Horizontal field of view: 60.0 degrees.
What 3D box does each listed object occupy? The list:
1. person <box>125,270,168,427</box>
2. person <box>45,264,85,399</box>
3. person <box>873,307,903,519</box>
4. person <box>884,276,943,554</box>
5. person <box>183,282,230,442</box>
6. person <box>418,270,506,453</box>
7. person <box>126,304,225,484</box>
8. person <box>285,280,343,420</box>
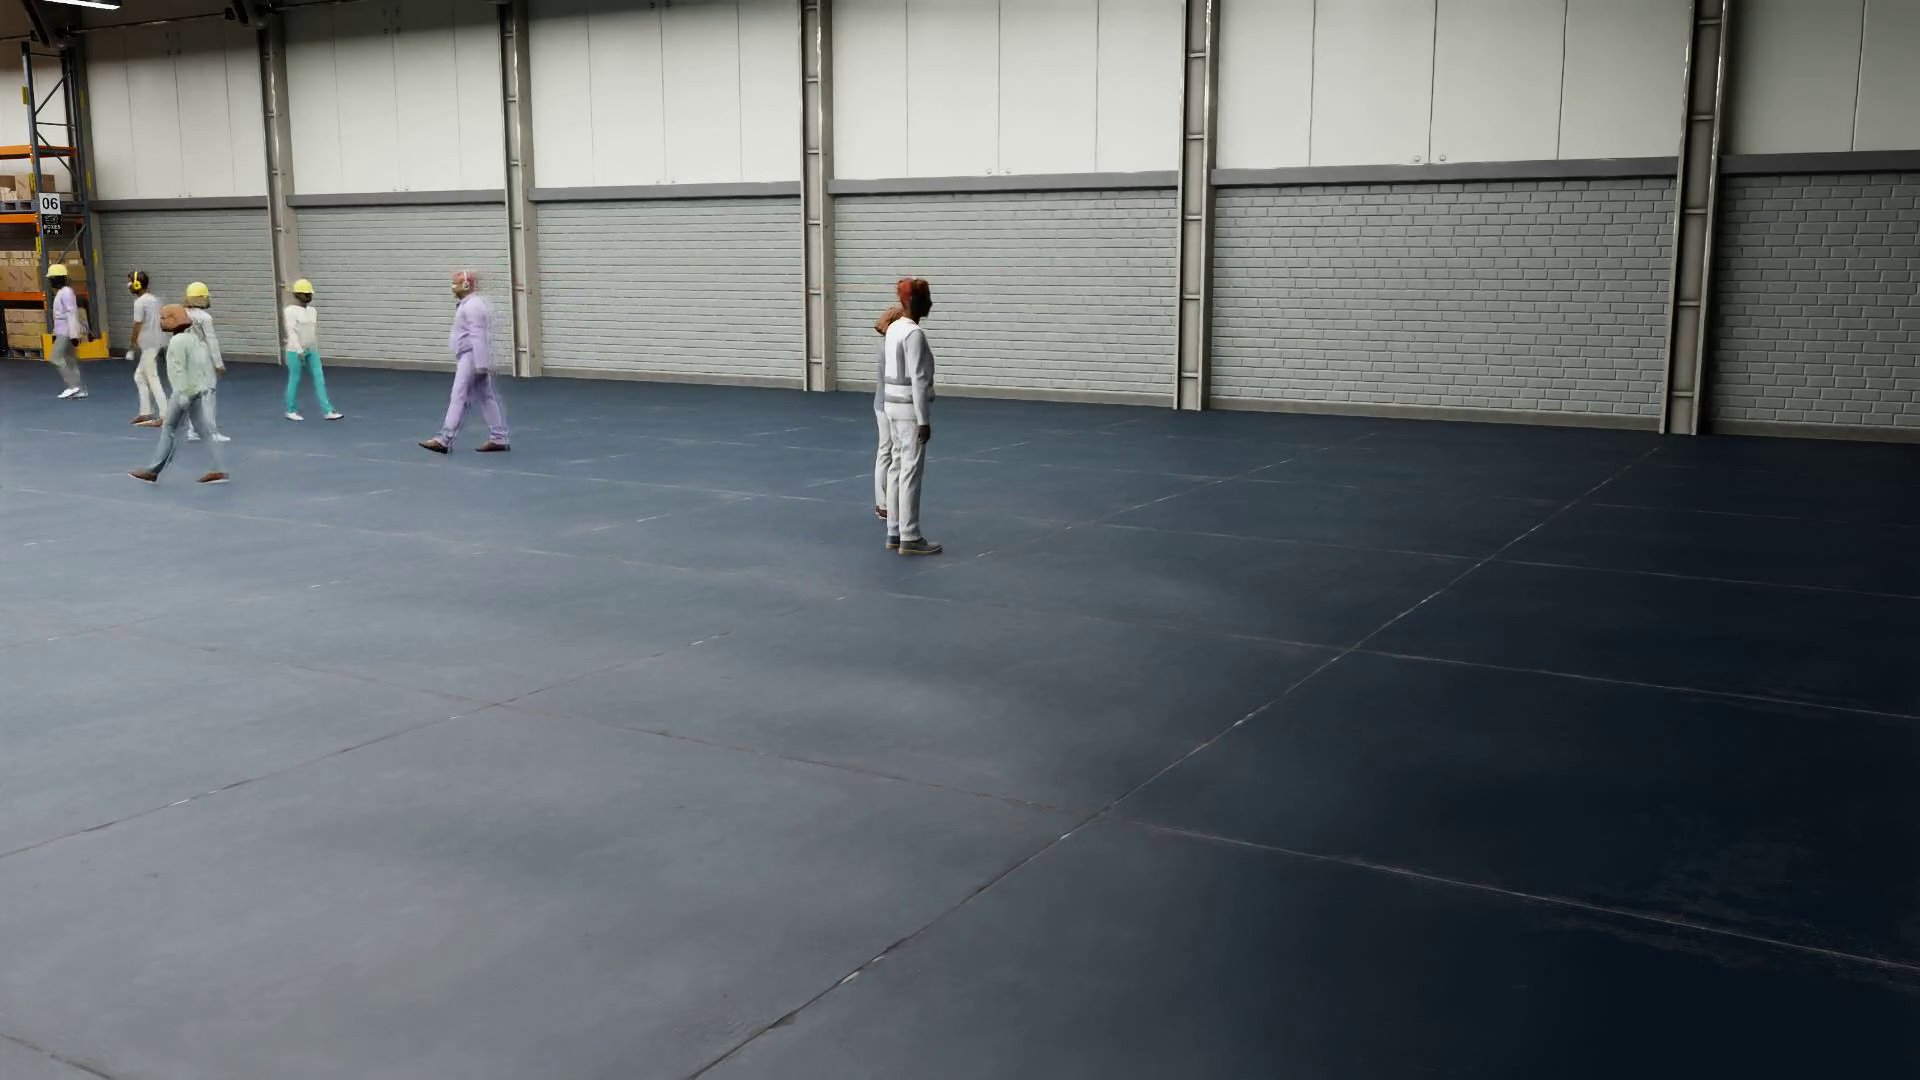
[{"bbox_3d":[-9.697,-2.248,19.657,0.710,1.844,0.546,-1,10,-4],"label":"person"},{"bbox_3d":[-12.735,-2.949,23.587,0.508,1.909,0.596,-5,11,-27],"label":"person"},{"bbox_3d":[-0.529,-0.979,12.862,0.280,1.633,0.498,-1,10,-5],"label":"person"},{"bbox_3d":[-0.339,-0.847,11.353,0.337,1.882,0.584,-4,10,-20],"label":"person"},{"bbox_3d":[-8.229,-1.924,18.086,0.514,1.743,0.312,6,12,33],"label":"person"},{"bbox_3d":[-5.138,-1.816,17.051,0.939,1.867,0.676,-3,10,-16],"label":"person"},{"bbox_3d":[-6.969,-1.282,14.733,0.825,1.589,0.531,-2,10,-9],"label":"person"},{"bbox_3d":[-8.045,-2.328,20.481,0.615,1.748,0.535,4,11,25],"label":"person"}]
